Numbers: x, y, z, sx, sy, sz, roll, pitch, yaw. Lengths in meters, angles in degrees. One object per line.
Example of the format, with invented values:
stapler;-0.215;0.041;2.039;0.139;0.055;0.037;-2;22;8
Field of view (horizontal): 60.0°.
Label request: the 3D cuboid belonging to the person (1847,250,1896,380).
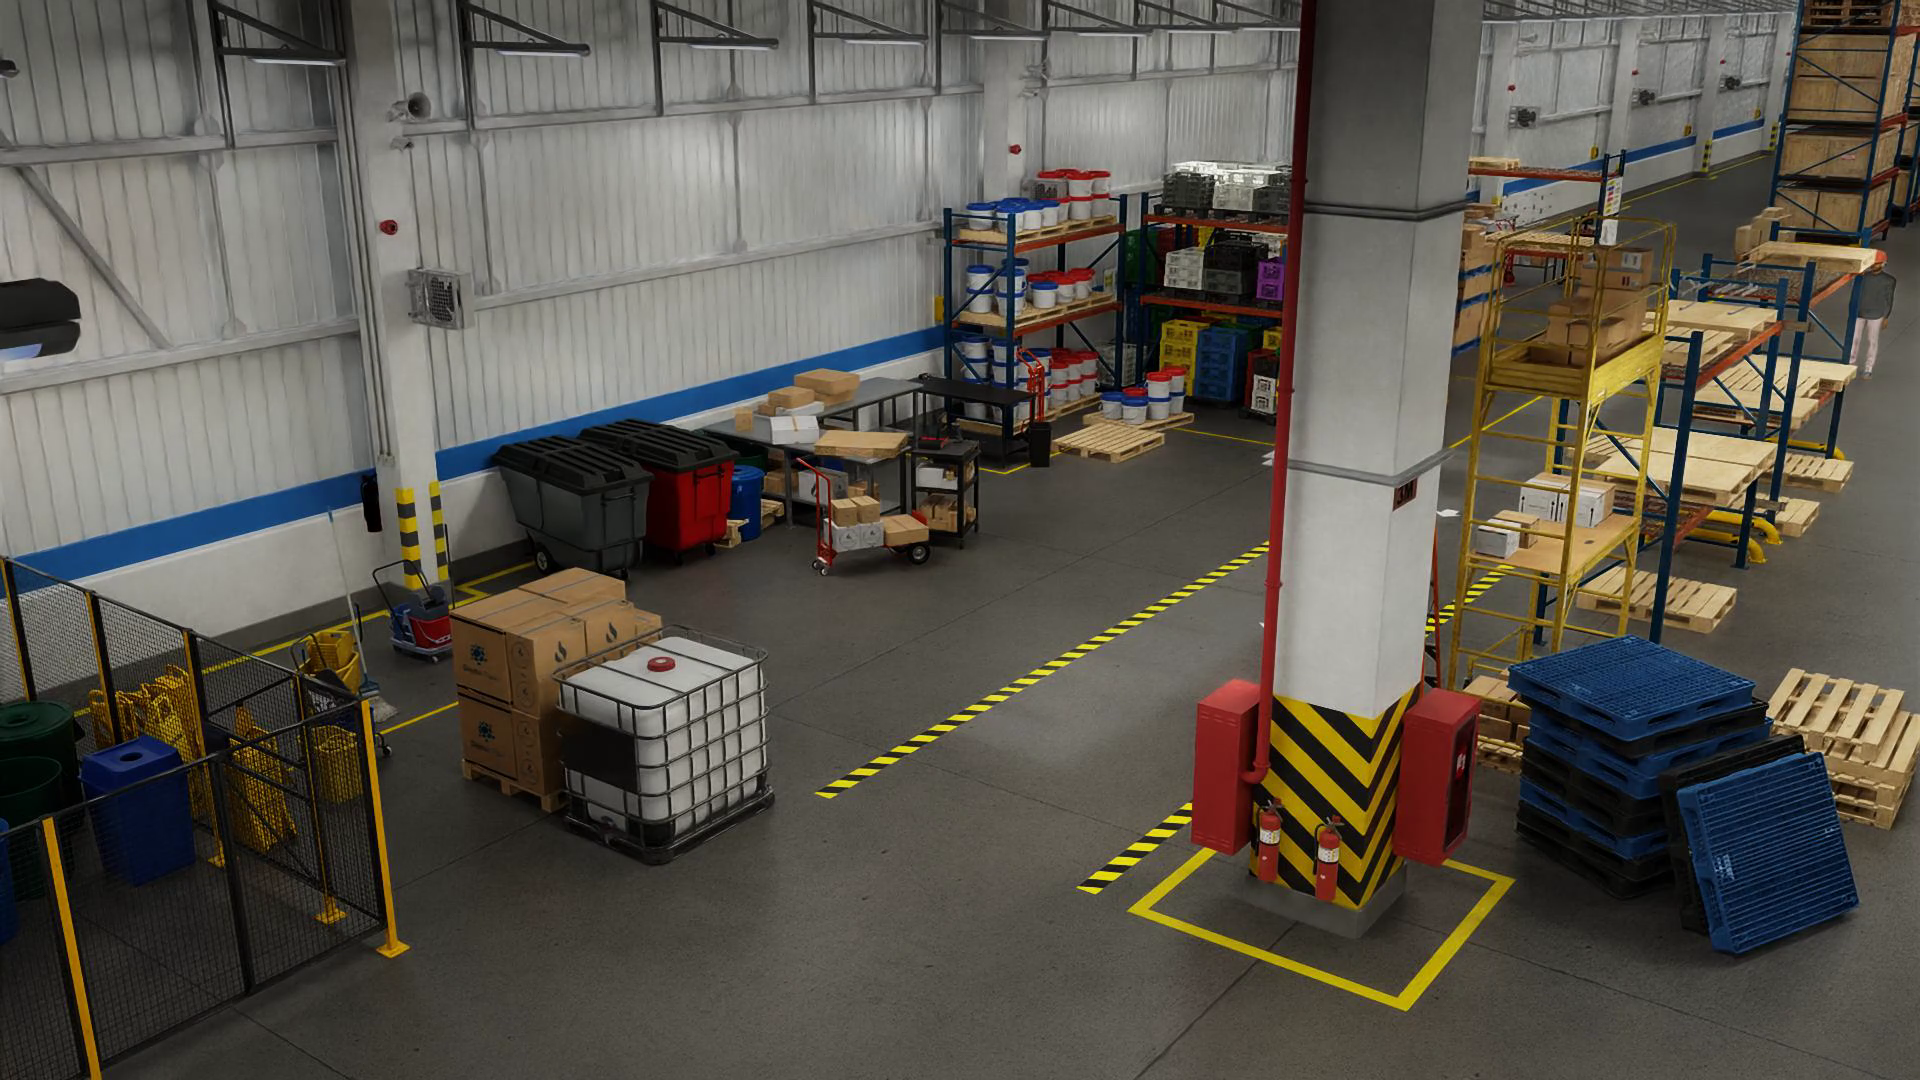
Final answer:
person;14.013;-3.474;25.653;0.376;1.995;0.612;-17;25;-42
